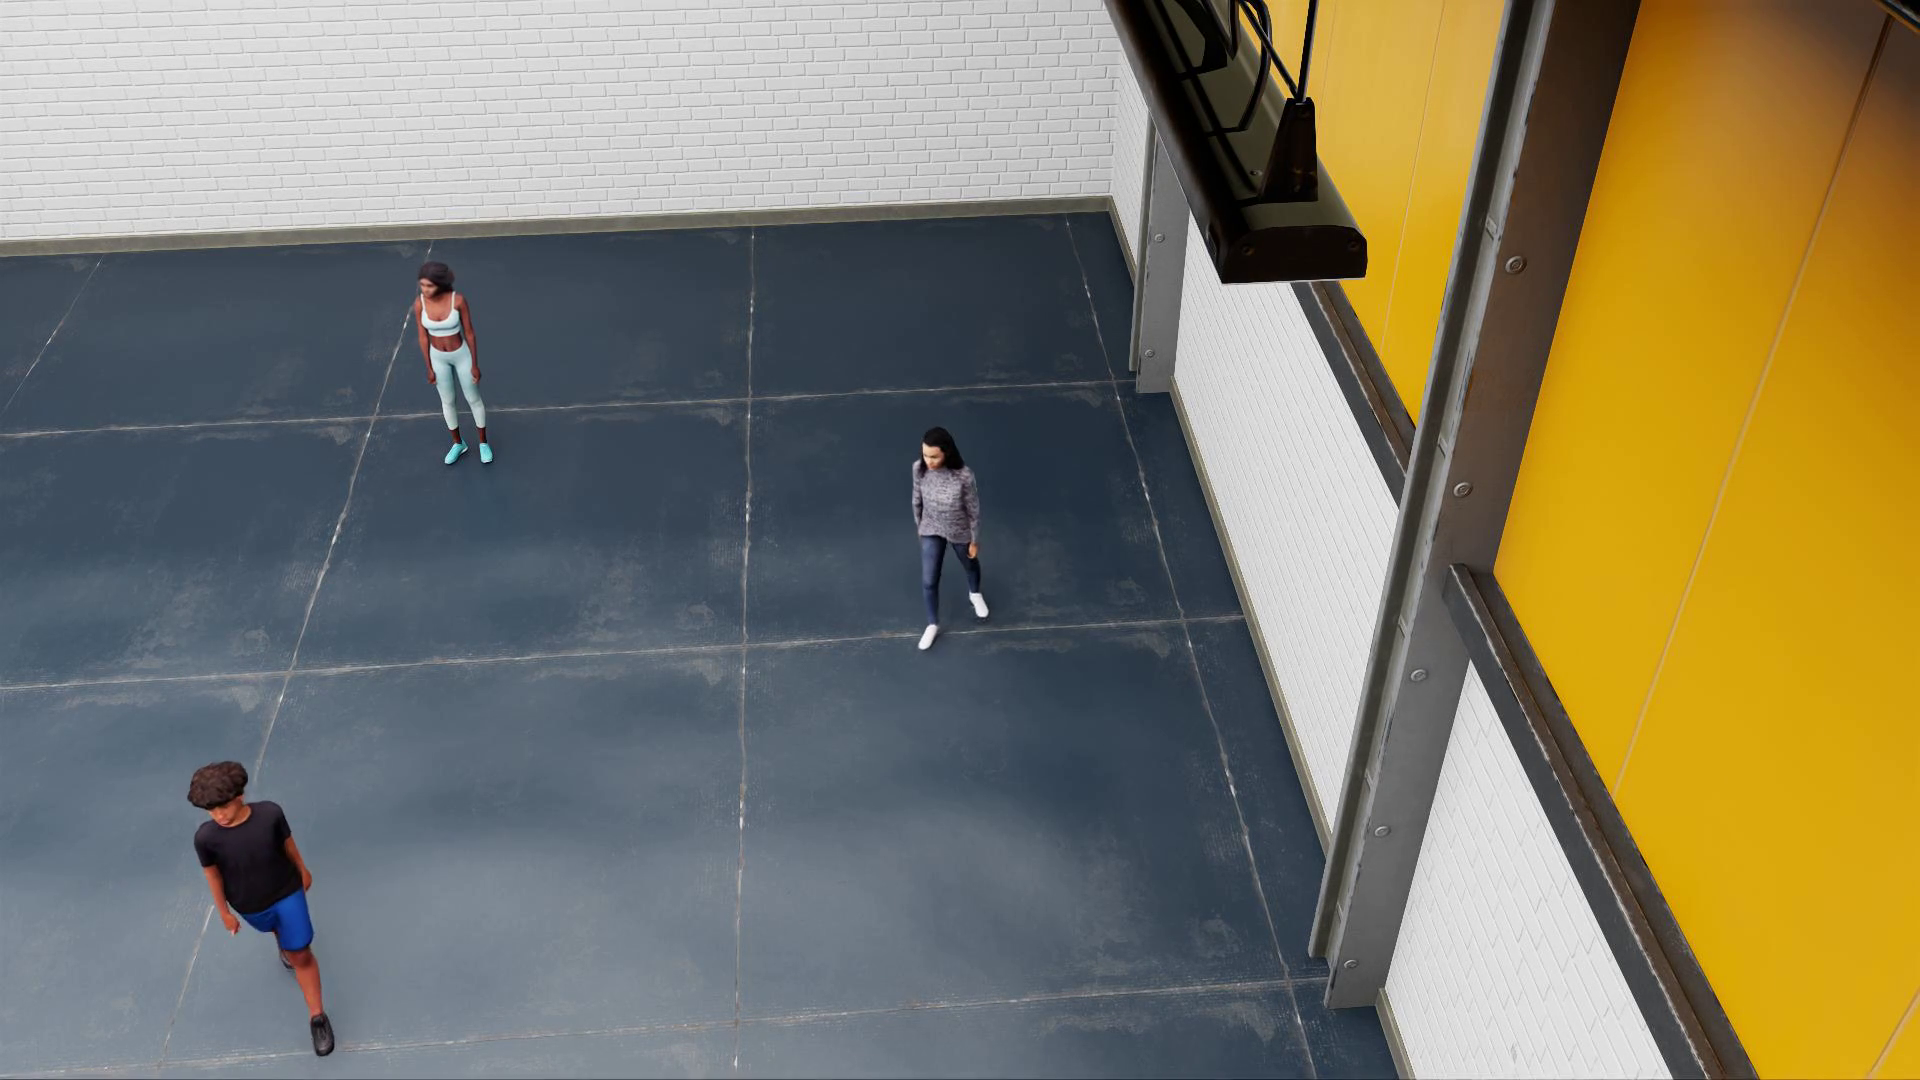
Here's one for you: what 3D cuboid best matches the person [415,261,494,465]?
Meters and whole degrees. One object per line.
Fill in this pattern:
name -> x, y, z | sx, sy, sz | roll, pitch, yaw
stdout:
person -> -3.778, -1.330, 12.397 | 0.559, 1.726, 0.520 | -2, 39, -2

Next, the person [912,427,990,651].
person -> -0.046, -0.095, 10.877 | 0.818, 1.693, 0.983 | 8, 39, 10

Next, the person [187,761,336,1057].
person -> -3.590, 1.741, 8.536 | 0.875, 1.745, 1.258 | -16, 41, -19
